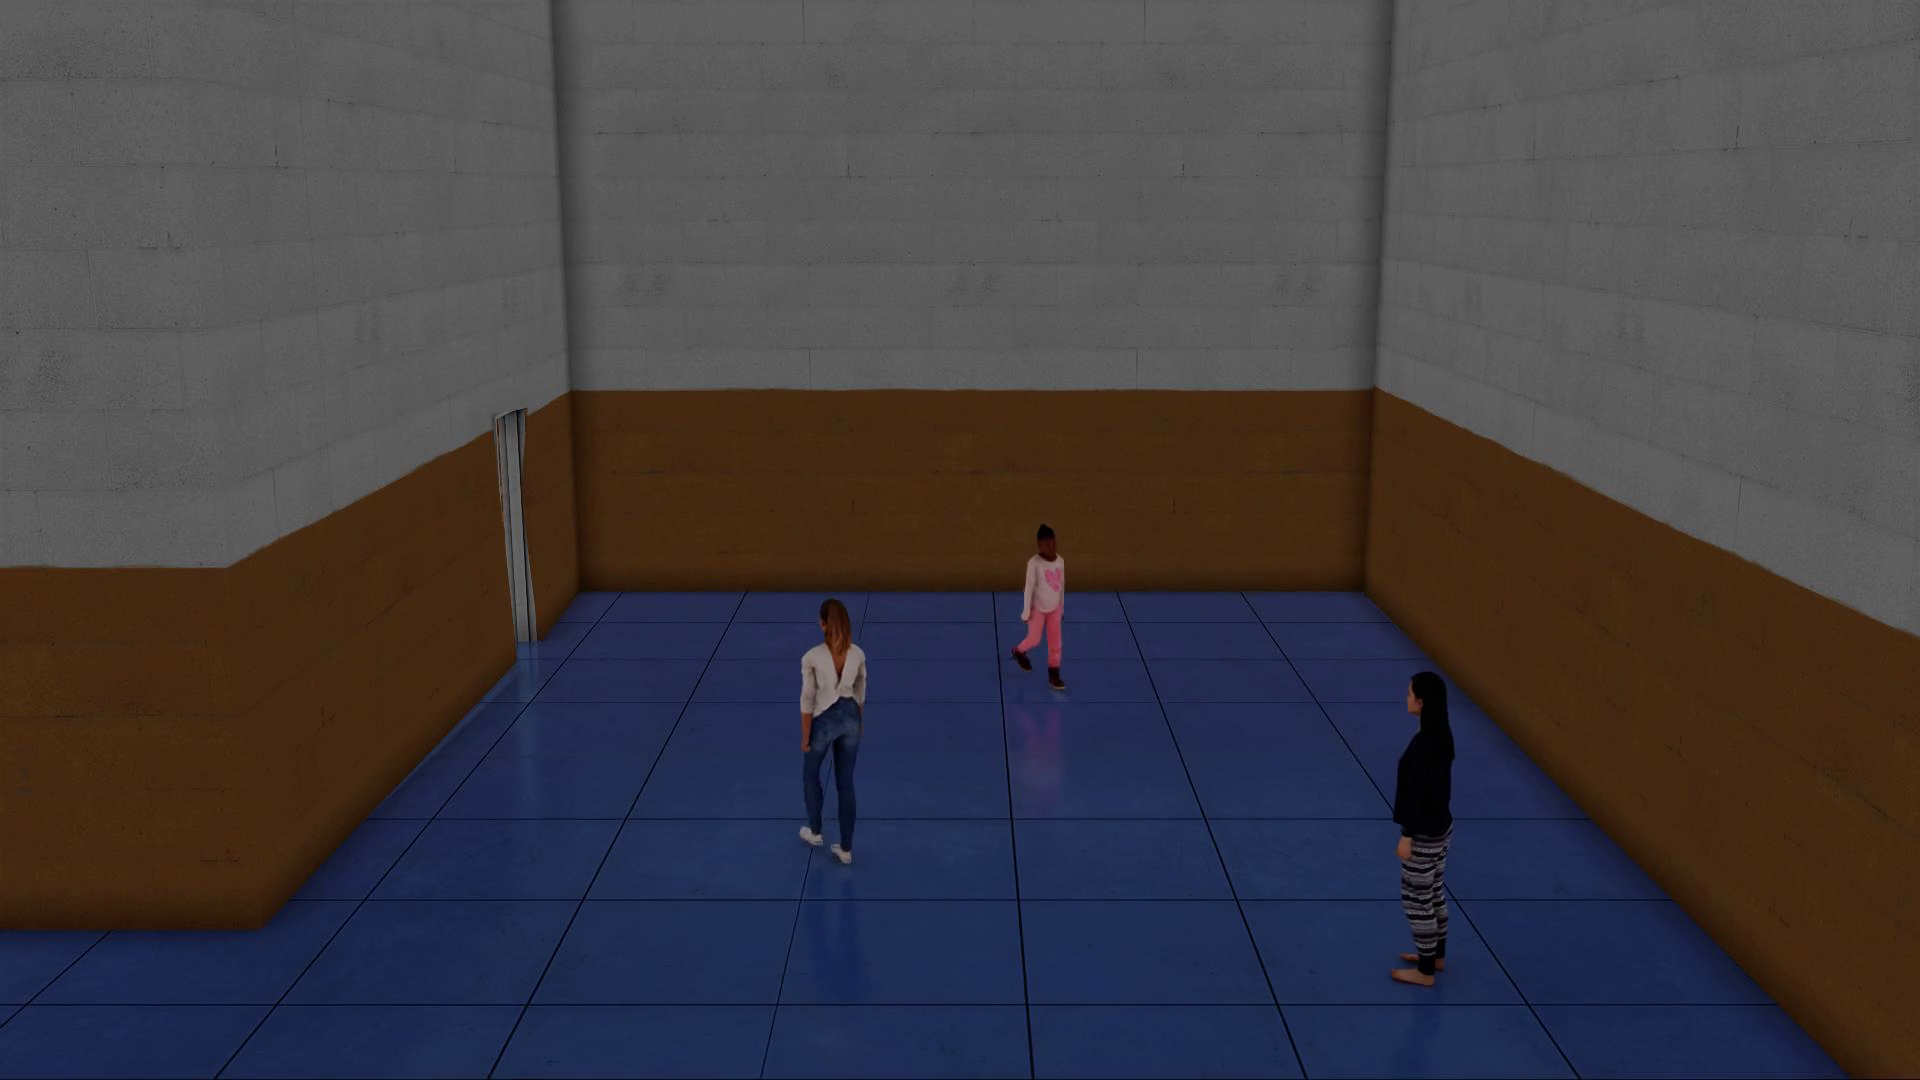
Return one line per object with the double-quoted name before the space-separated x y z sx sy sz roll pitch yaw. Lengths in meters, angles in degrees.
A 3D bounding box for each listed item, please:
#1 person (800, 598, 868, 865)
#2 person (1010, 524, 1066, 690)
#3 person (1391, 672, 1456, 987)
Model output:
"person" -0.768 1.238 10.576 0.841 1.705 0.869 -5 13 -24
"person" 0.695 0.562 14.462 0.961 1.427 0.910 -7 14 -29
"person" 2.535 1.552 9.020 0.686 1.731 0.671 8 14 32
